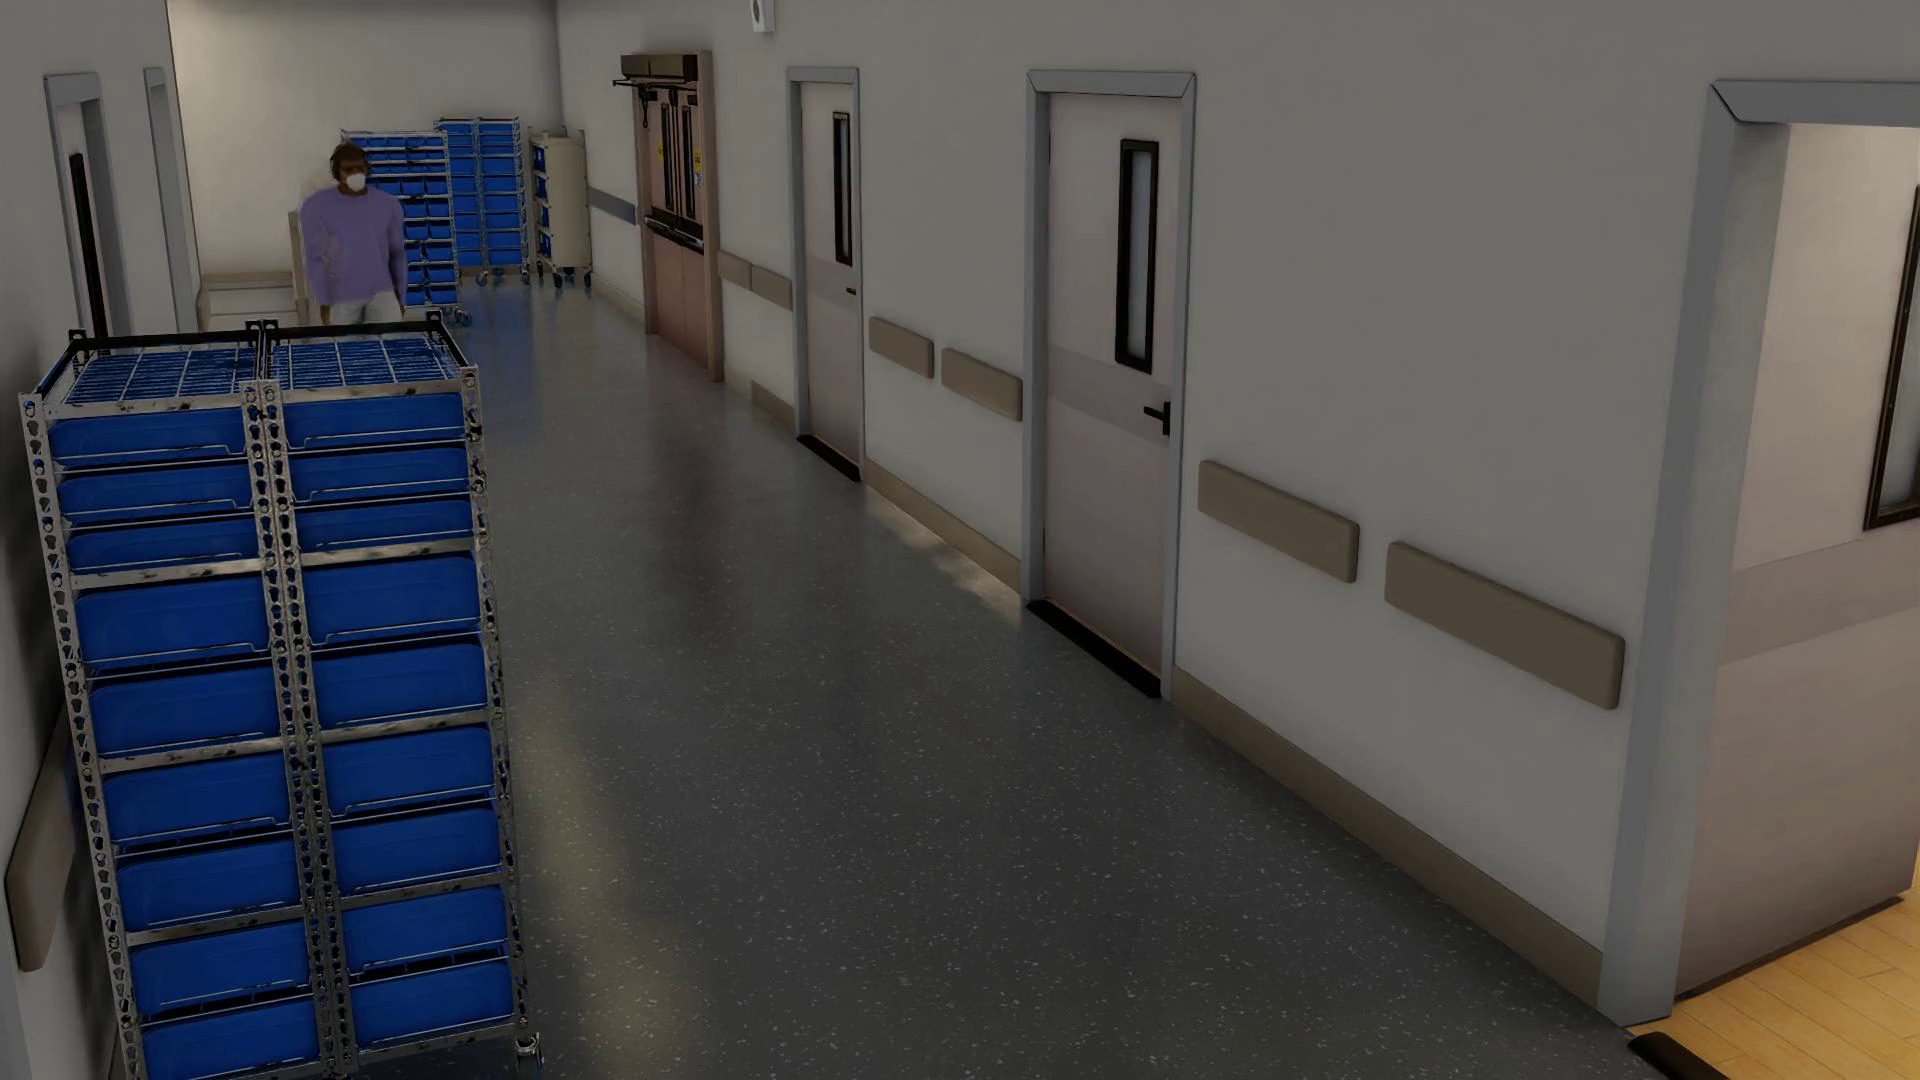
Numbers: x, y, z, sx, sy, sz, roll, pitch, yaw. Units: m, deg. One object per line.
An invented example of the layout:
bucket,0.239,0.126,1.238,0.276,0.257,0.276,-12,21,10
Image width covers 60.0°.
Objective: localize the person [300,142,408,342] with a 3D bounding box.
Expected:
person,-3.676,-1.482,10.255,0.627,1.880,1.013,-9,19,-29
